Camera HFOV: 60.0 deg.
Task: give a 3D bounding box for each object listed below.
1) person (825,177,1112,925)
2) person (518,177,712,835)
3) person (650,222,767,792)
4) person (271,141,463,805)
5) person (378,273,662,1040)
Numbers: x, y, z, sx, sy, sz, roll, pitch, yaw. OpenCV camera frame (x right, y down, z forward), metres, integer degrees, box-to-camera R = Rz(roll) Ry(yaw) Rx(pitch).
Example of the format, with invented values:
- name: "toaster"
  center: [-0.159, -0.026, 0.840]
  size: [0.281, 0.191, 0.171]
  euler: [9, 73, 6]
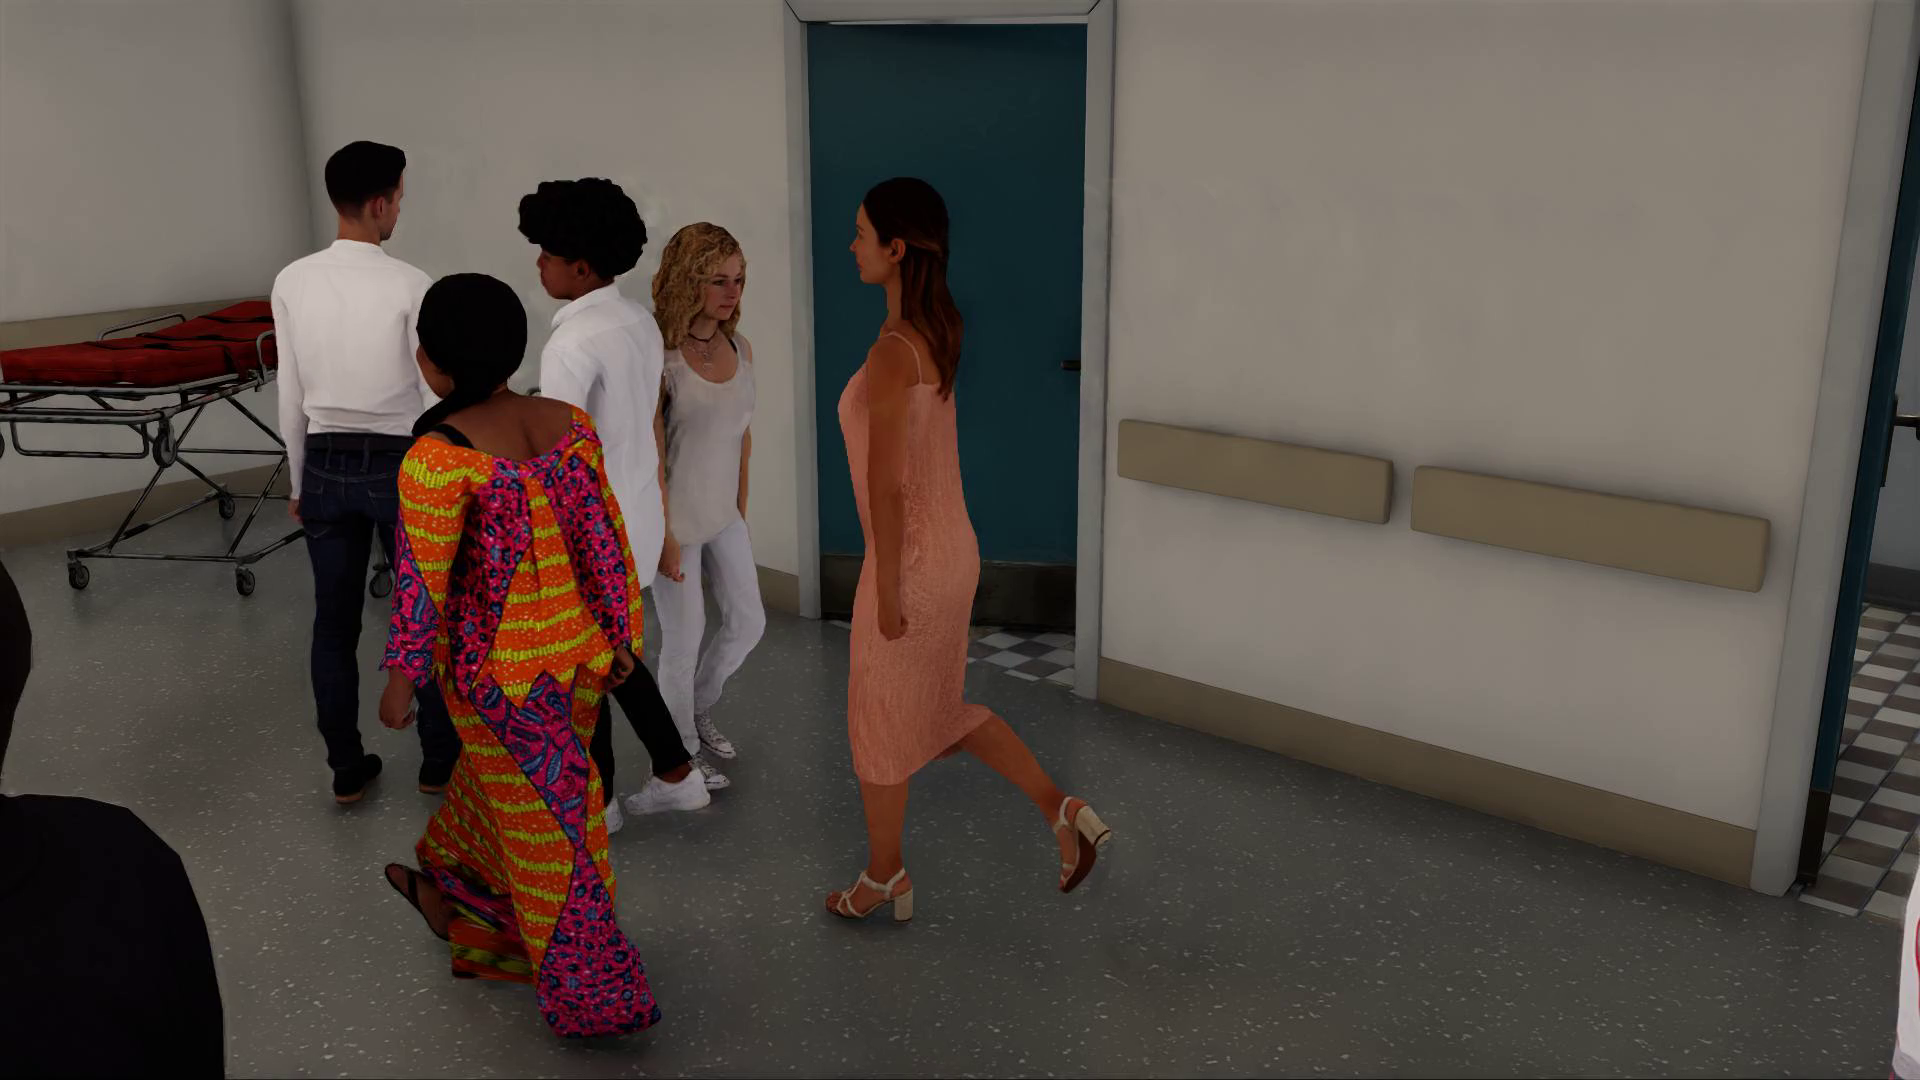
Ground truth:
- name: "person"
  center: [-0.014, 0.094, 3.879]
  size: [1.027, 1.815, 0.790]
  euler: [6, 17, 20]
- name: "person"
  center: [-0.868, -0.030, 4.370]
  size: [0.883, 1.787, 0.799]
  euler: [6, 17, 19]
- name: "person"
  center: [-0.838, -0.082, 4.806]
  size: [0.659, 1.651, 0.608]
  euler: [15, 21, 42]
- name: "person"
  center: [-1.646, -0.161, 4.633]
  size: [0.767, 1.859, 0.837]
  euler: [0, 16, 0]
- name: "person"
  center: [-0.890, 0.269, 3.517]
  size: [1.184, 1.660, 0.839]
  euler: [8, 18, 27]
